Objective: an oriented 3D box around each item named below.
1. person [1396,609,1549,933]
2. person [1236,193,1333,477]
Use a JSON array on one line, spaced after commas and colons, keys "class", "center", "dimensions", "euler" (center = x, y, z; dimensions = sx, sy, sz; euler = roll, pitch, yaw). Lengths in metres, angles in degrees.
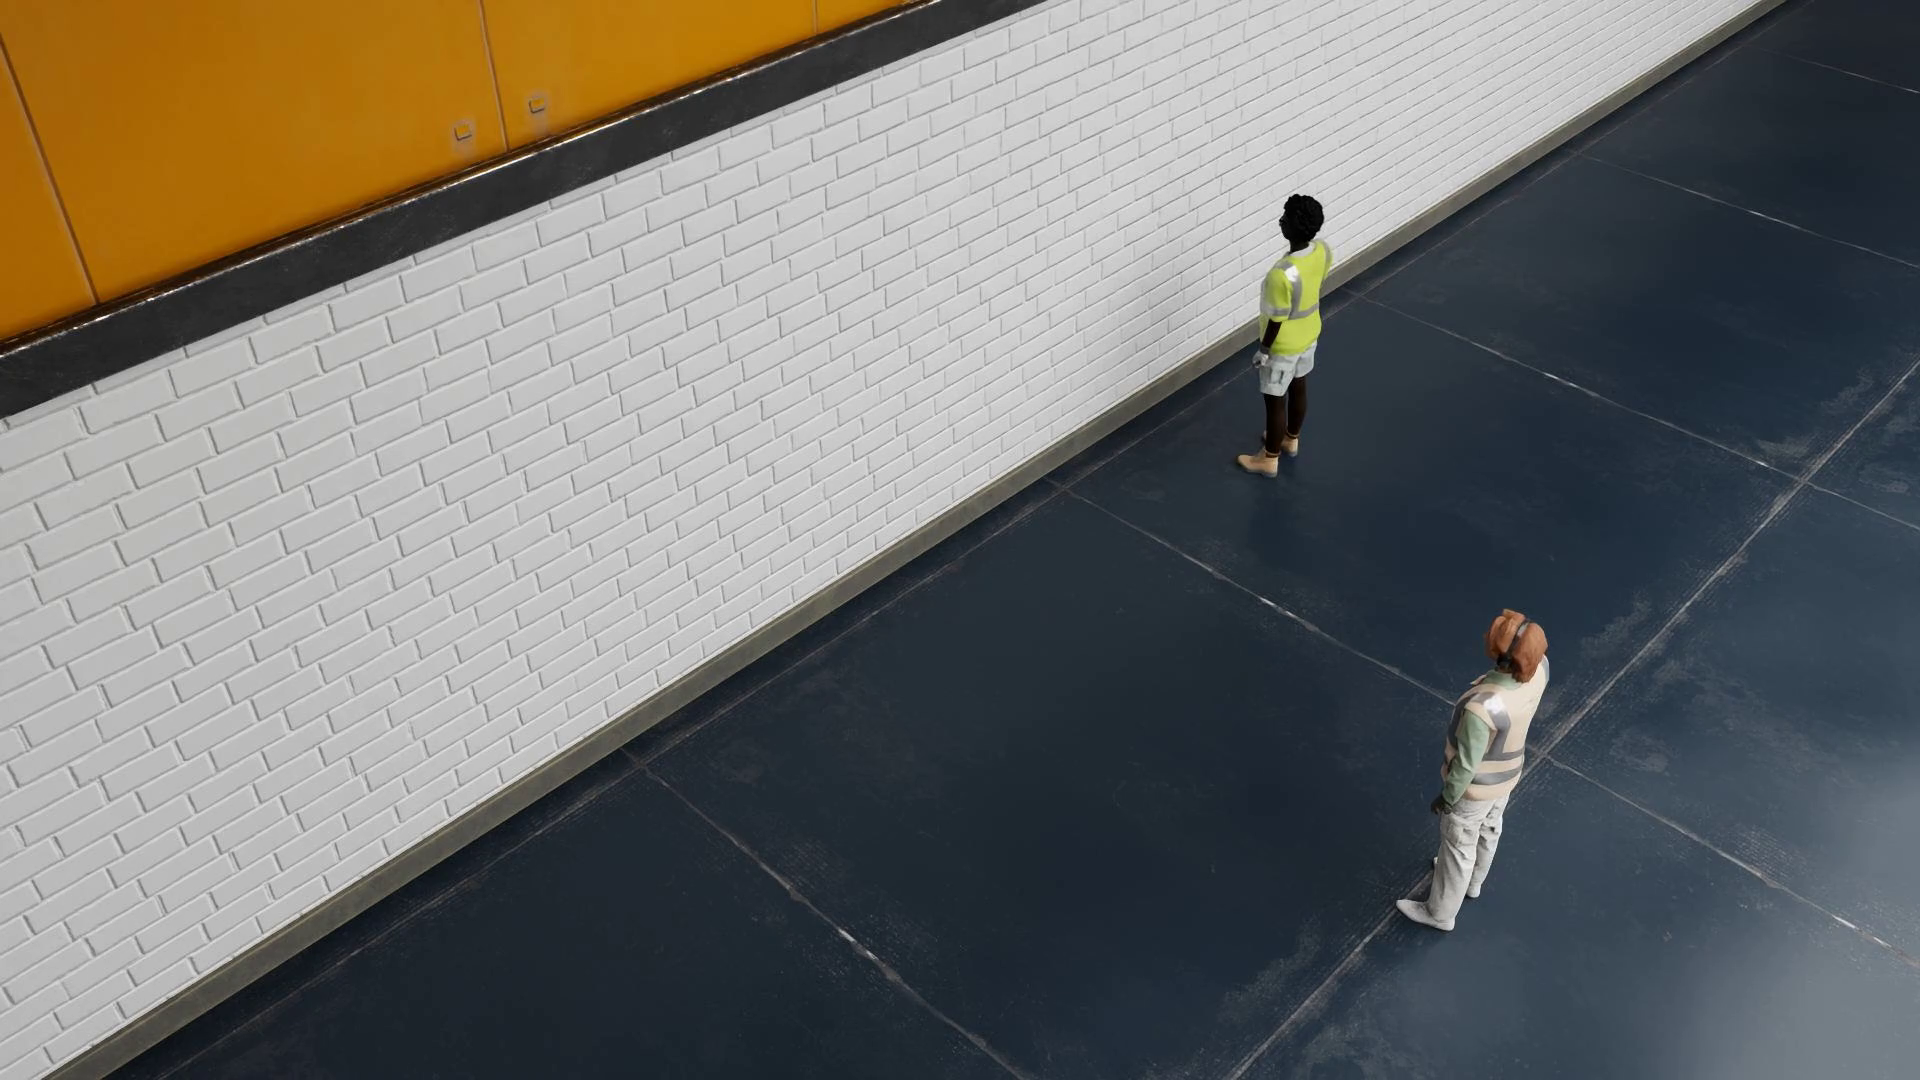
[{"class": "person", "center": [2.080, 0.932, 6.652], "dimensions": [0.306, 1.645, 0.513], "euler": [31, 48, 32]}, {"class": "person", "center": [1.799, -1.120, 9.175], "dimensions": [0.320, 1.697, 0.531], "euler": [27, 46, 30]}]
